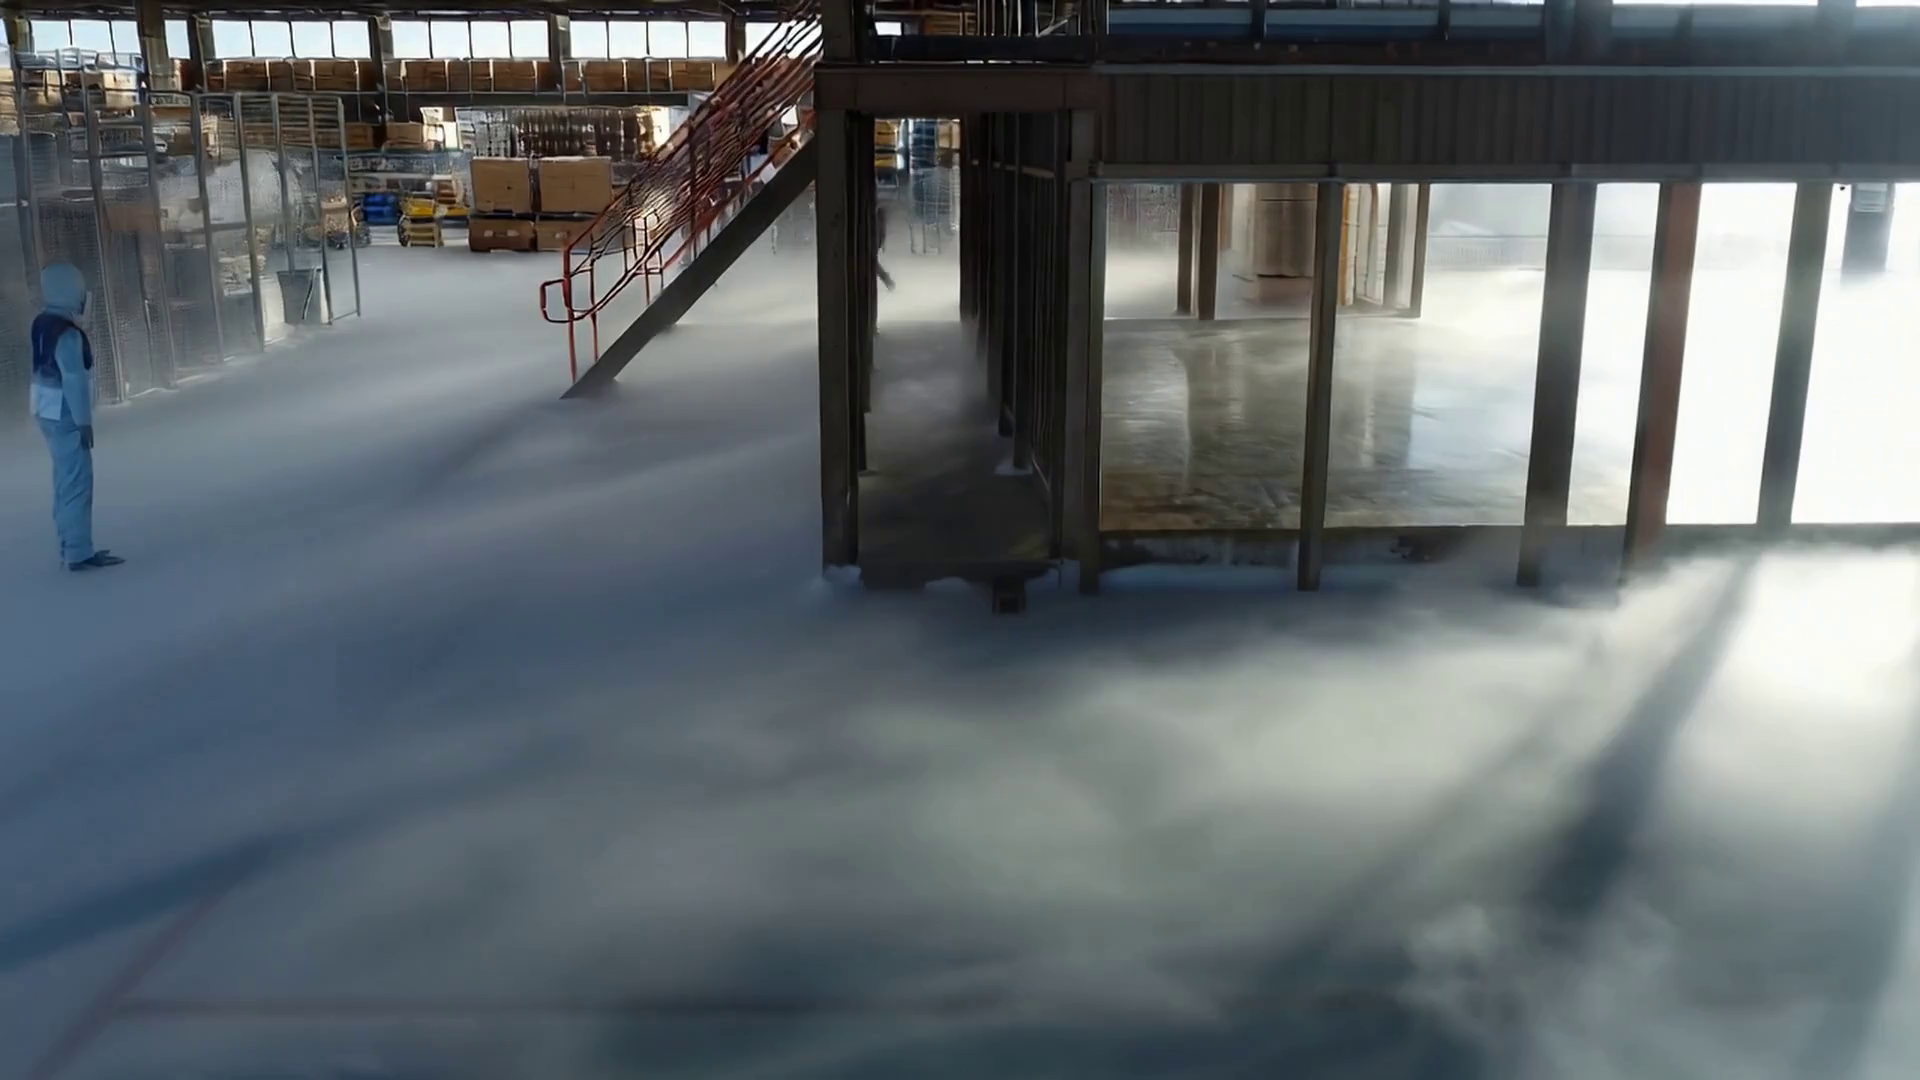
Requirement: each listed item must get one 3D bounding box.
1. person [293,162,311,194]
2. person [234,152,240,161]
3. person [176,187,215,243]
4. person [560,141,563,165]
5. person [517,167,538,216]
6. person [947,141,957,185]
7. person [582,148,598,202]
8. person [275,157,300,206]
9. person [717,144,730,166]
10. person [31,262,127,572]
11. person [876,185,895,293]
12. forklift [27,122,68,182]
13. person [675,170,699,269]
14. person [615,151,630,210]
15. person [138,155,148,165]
[{"bbox_3d":[-16.188,-8.333,40.764,0.602,1.830,0.404,-12,18,-40],"label":"person"},{"bbox_3d":[-23.129,-11.546,53.572,0.658,1.860,1.008,1,14,4],"label":"person"},{"bbox_3d":[-10.292,-3.776,22.387,0.548,1.917,0.636,5,15,19],"label":"person"},{"bbox_3d":[-21.773,-20.896,91.014,0.401,1.830,0.614,-1,14,-5],"label":"person"},{"bbox_3d":[-10.342,-8.046,39.803,0.488,1.741,0.316,-6,15,-22],"label":"person"},{"bbox_3d":[-0.286,-17.094,75.512,0.747,1.970,0.617,4,15,17],"label":"person"},{"bbox_3d":[-11.586,-11.397,52.683,0.994,1.991,0.636,6,15,22],"label":"person"},{"bbox_3d":[-15.893,-8.104,39.597,0.625,1.950,0.898,5,15,20],"label":"person"},{"bbox_3d":[-11.029,-17.550,77.620,0.620,1.812,0.460,-2,14,-7],"label":"person"},{"bbox_3d":[-5.521,-0.752,10.312,0.384,1.913,0.593,-12,19,-41],"label":"person"},{"bbox_3d":[-1.361,-4.820,26.755,0.801,1.827,0.519,-13,19,-42],"label":"person"},{"bbox_3d":[-35.376,-14.773,64.377,1.129,2.768,1.873,-1,14,-2],"label":"forklift"},{"bbox_3d":[-5.249,-6.151,31.934,0.356,1.887,0.572,10,17,35],"label":"person"},{"bbox_3d":[-10.657,-11.288,52.404,0.681,1.922,0.547,2,14,7],"label":"person"},{"bbox_3d":[-40.506,-18.700,82.372,0.553,1.730,0.834,-1,14,-6],"label":"person"}]
